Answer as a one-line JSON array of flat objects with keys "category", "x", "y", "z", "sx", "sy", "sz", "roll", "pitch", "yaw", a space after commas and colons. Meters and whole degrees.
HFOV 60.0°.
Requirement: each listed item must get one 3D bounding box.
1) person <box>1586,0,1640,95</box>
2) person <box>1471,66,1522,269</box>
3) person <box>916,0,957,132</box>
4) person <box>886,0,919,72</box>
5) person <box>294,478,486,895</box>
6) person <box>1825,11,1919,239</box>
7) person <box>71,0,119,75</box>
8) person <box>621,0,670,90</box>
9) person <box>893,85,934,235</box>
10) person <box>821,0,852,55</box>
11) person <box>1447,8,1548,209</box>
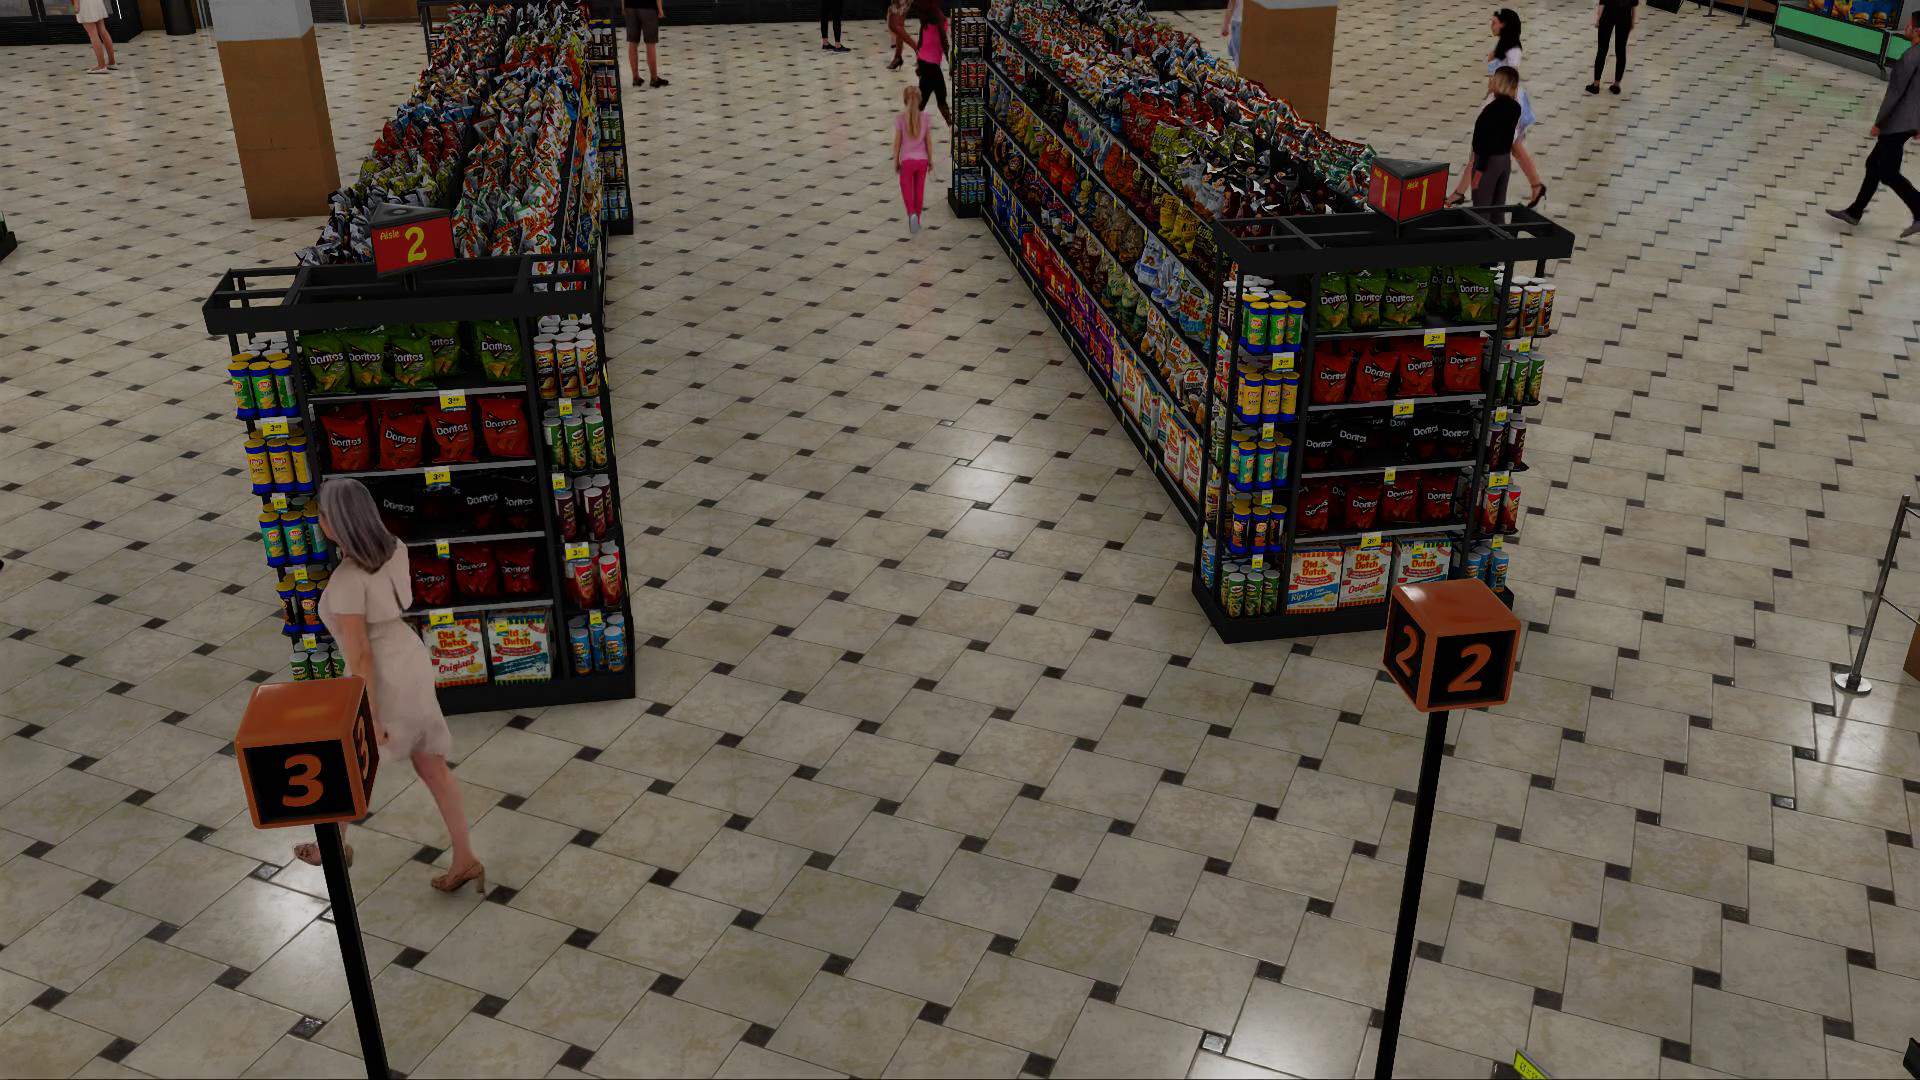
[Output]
[{"category": "person", "x": 7.632, "y": -6.072, "z": 19.330, "sx": 0.650, "sy": 1.708, "sz": 0.616, "roll": 3, "pitch": 27, "yaw": 5}, {"category": "person", "x": 4.181, "y": -2.867, "z": 13.051, "sx": 0.688, "sy": 1.671, "sz": 0.709, "roll": -23, "pitch": 35, "yaw": -37}, {"category": "person", "x": -0.386, "y": -4.752, "z": 16.753, "sx": 0.735, "sy": 1.685, "sz": 1.005, "roll": -9, "pitch": 28, "yaw": -16}, {"category": "person", "x": -0.658, "y": -6.635, "z": 20.355, "sx": 0.881, "sy": 1.785, "sz": 0.865, "roll": 11, "pitch": 29, "yaw": 21}, {"category": "person", "x": -2.029, "y": 0.596, "z": 6.189, "sx": 0.943, "sy": 1.702, "sz": 1.054, "roll": 6, "pitch": 27, "yaw": 11}, {"category": "person", "x": 8.011, "y": -3.475, "z": 14.062, "sx": 1.083, "sy": 1.841, "sz": 1.293, "roll": -22, "pitch": 34, "yaw": -36}, {"category": "person", "x": -10.707, "y": -6.626, "z": 20.408, "sx": 0.754, "sy": 1.720, "sz": 0.612, "roll": 4, "pitch": 27, "yaw": 8}, {"category": "person", "x": -3.774, "y": -6.282, "z": 19.575, "sx": 0.765, "sy": 1.861, "sz": 0.727, "roll": 7, "pitch": 28, "yaw": 13}, {"category": "person", "x": -0.385, "y": -3.227, "z": 14.216, "sx": 0.494, "sy": 1.259, "sz": 0.719, "roll": -4, "pitch": 27, "yaw": -8}, {"category": "person", "x": -1.667, "y": -7.208, "z": 21.584, "sx": 0.670, "sy": 1.696, "sz": 0.750, "roll": 24, "pitch": 35, "yaw": 39}, {"category": "person", "x": 4.881, "y": -3.721, "z": 14.642, "sx": 0.915, "sy": 1.754, "sz": 1.227, "roll": 0, "pitch": 27, "yaw": -1}]
